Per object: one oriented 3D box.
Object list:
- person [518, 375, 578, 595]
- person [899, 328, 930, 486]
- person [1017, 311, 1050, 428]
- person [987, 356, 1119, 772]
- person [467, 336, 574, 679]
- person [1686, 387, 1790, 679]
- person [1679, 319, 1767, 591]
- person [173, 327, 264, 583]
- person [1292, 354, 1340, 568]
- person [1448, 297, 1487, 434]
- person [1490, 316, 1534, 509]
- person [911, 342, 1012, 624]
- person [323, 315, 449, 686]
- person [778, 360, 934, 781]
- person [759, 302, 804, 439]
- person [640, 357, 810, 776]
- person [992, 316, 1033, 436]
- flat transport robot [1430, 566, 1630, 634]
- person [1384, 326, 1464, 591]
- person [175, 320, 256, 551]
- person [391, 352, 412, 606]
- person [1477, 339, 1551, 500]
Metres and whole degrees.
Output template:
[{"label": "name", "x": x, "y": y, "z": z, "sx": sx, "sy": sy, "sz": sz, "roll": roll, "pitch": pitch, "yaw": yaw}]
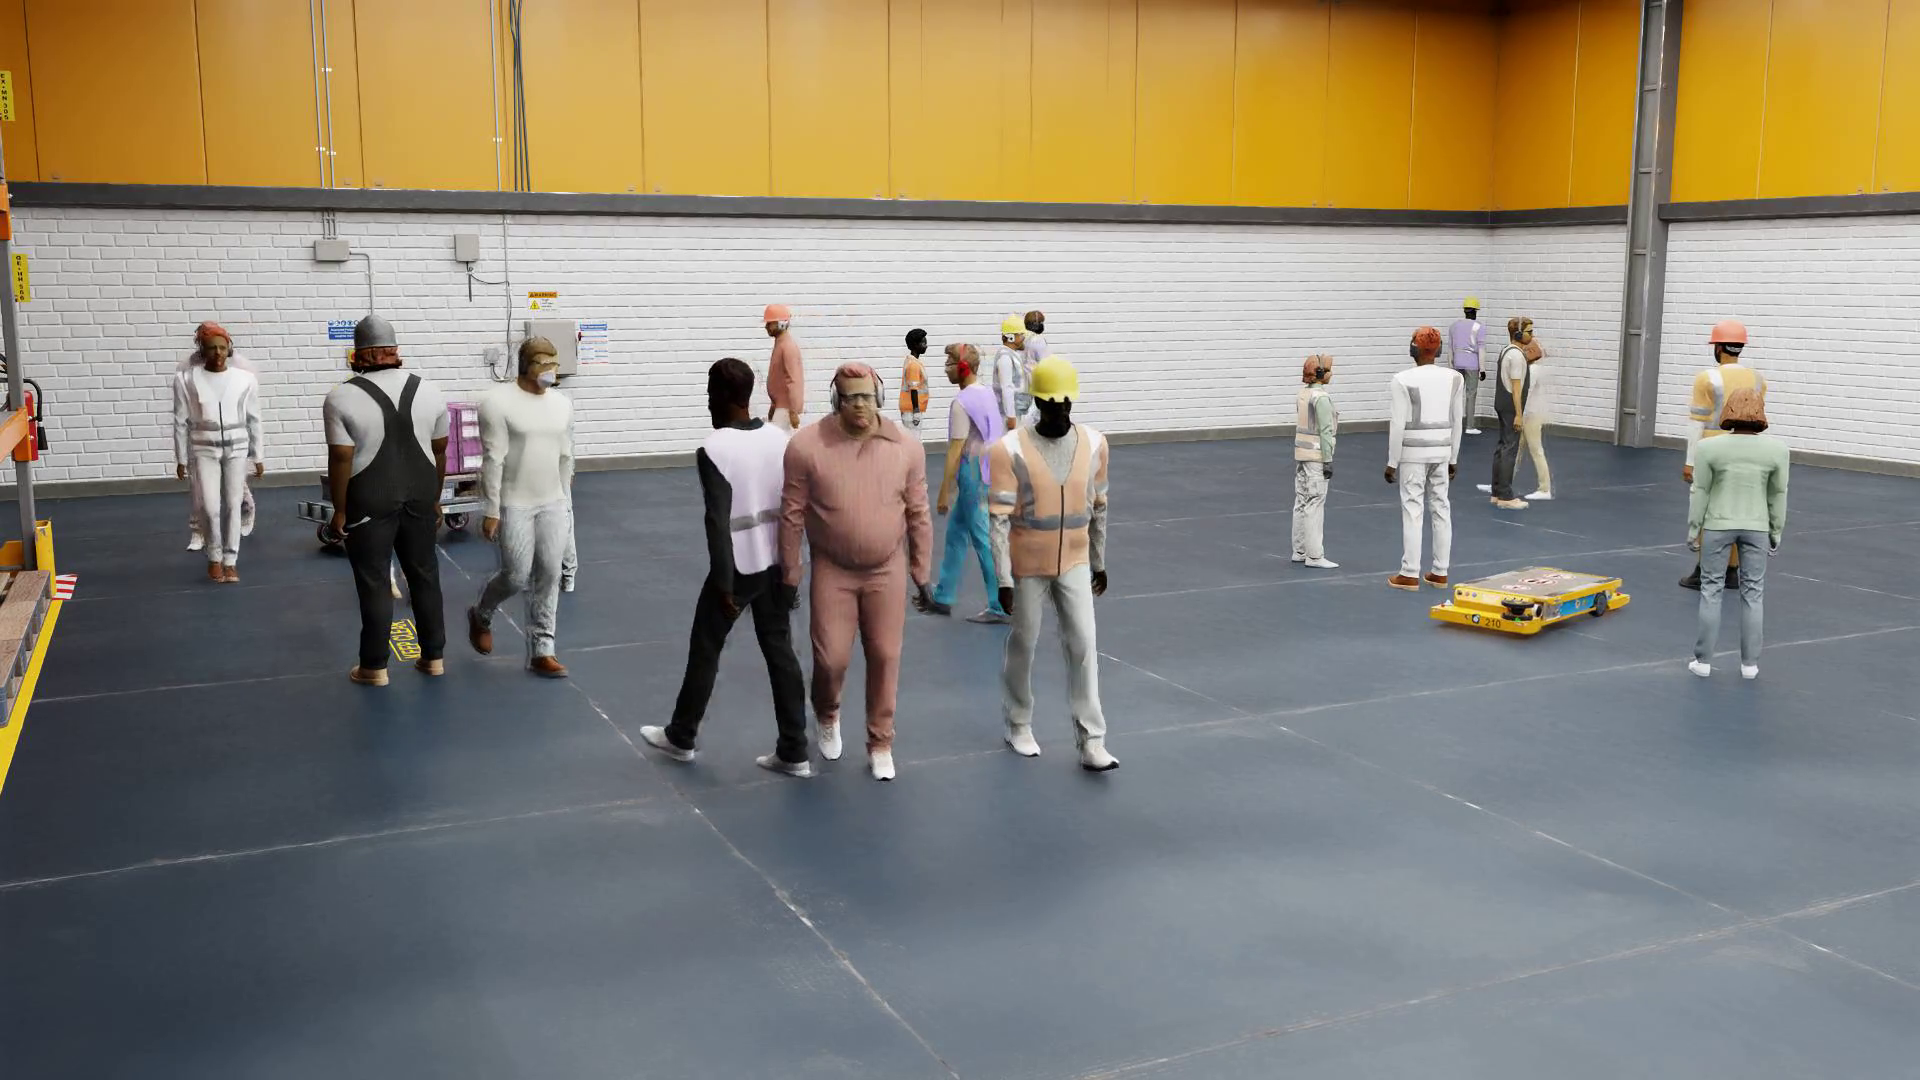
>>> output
[{"label": "person", "x": -2.948, "y": -0.479, "z": 11.702, "sx": 0.484, "sy": 1.735, "sz": 0.309, "roll": -6, "pitch": 11, "yaw": -33}, {"label": "person", "x": -0.474, "y": -1.342, "z": 17.203, "sx": 0.321, "sy": 1.689, "sz": 0.530, "roll": 0, "pitch": 9, "yaw": -3}, {"label": "person", "x": 0.951, "y": -1.771, "z": 19.498, "sx": 0.897, "sy": 1.802, "sz": 0.626, "roll": -3, "pitch": 10, "yaw": -20}, {"label": "person", "x": 0.442, "y": 0.119, "z": 7.531, "sx": 0.640, "sy": 1.880, "sz": 0.907, "roll": -3, "pitch": 10, "yaw": -18}, {"label": "person", "x": -2.466, "y": -0.193, "z": 9.370, "sx": 0.670, "sy": 1.916, "sz": 0.651, "roll": 8, "pitch": 12, "yaw": 40}, {"label": "person", "x": 4.333, "y": -0.035, "z": 9.289, "sx": 0.499, "sy": 1.627, "sz": 0.272, "roll": 2, "pitch": 9, "yaw": 13}, {"label": "person", "x": 5.406, "y": -0.597, "z": 11.826, "sx": 0.540, "sy": 1.935, "sz": 0.378, "roll": -2, "pitch": 9, "yaw": -13}, {"label": "person", "x": -5.350, "y": -0.604, "z": 12.049, "sx": 0.596, "sy": 1.866, "sz": 0.499, "roll": -6, "pitch": 11, "yaw": -33}, {"label": "person", "x": 2.724, "y": -0.605, "z": 12.780, "sx": 0.307, "sy": 1.641, "sz": 0.513, "roll": -2, "pitch": 9, "yaw": -11}, {"label": "person", "x": 7.110, "y": -2.440, "z": 23.304, "sx": 0.390, "sy": 1.919, "sz": 0.588, "roll": -7, "pitch": 12, "yaw": -37}, {"label": "person", "x": 5.304, "y": -1.221, "z": 15.965, "sx": 0.325, "sy": 1.843, "sz": 0.516, "roll": 1, "pitch": 9, "yaw": 5}, {"label": "person", "x": -0.021, "y": -0.359, "z": 10.742, "sx": 0.865, "sy": 1.806, "sz": 0.576, "roll": 3, "pitch": 10, "yaw": 17}, {"label": "person", "x": -3.190, "y": -0.227, "z": 9.192, "sx": 0.683, "sy": 2.000, "sz": 0.536, "roll": -8, "pitch": 12, "yaw": -42}, {"label": "person", "x": -0.466, "y": 0.133, "z": 7.443, "sx": 0.686, "sy": 1.886, "sz": 0.465, "roll": -2, "pitch": 9, "yaw": -13}, {"label": "person", "x": -1.703, "y": -1.279, "z": 15.937, "sx": 0.424, "sy": 1.976, "sz": 0.624, "roll": -2, "pitch": 9, "yaw": -12}, {"label": "person", "x": -1.058, "y": 0.115, "z": 7.584, "sx": 0.957, "sy": 1.876, "sz": 0.595, "roll": 7, "pitch": 11, "yaw": 35}, {"label": "person", "x": 0.520, "y": -1.280, "z": 16.362, "sx": 0.404, "sy": 1.836, "sz": 0.590, "roll": 1, "pitch": 9, "yaw": 5}, {"label": "flat transport robot", "x": 3.764, "y": 0.376, "z": 10.924, "sx": 1.431, "sy": 0.197, "sz": 0.652, "roll": -8, "pitch": 12, "yaw": -42}, {"label": "person", "x": 3.297, "y": -0.576, "z": 11.848, "sx": 0.575, "sy": 1.882, "sz": 0.360, "roll": -3, "pitch": 10, "yaw": -16}, {"label": "person", "x": -6.102, "y": -0.873, "z": 13.710, "sx": 0.679, "sy": 1.874, "sz": 0.647, "roll": -1, "pitch": 9, "yaw": -6}, {"label": "person", "x": -3.865, "y": -0.436, "z": 11.252, "sx": 0.647, "sy": 1.792, "sz": 0.863, "roll": -5, "pitch": 10, "yaw": -28}, {"label": "person", "x": 5.555, "y": -1.201, "z": 16.576, "sx": 0.789, "sy": 1.595, "sz": 0.512, "roll": 2, "pitch": 9, "yaw": 15}]
